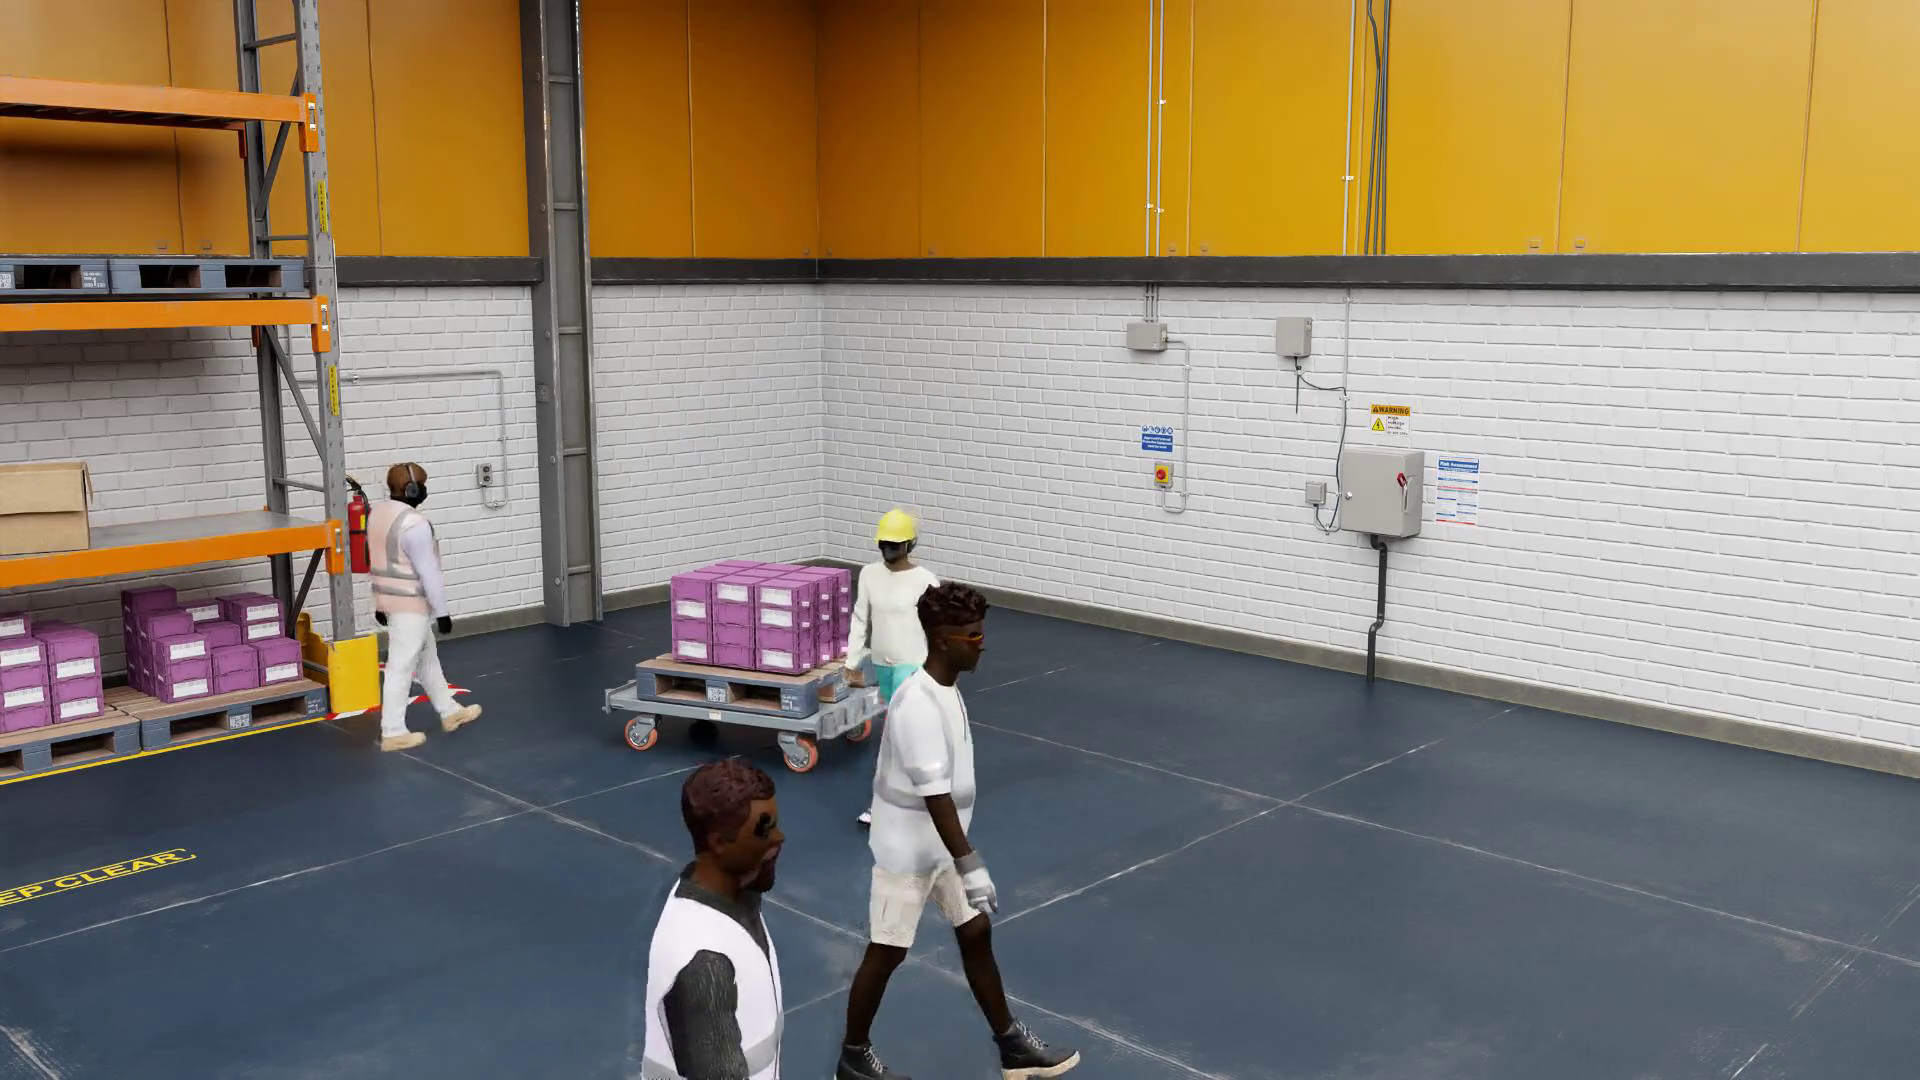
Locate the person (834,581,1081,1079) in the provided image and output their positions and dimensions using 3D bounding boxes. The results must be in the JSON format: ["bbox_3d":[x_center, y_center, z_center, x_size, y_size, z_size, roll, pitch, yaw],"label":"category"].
[{"bbox_3d":[-0.018,1.106,6.010,0.976,1.918,0.618,2,10,13],"label":"person"}]

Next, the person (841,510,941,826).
[{"bbox_3d":[-0.354,0.680,9.259,0.527,1.718,0.924,6,11,35],"label":"person"}]

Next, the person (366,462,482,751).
[{"bbox_3d":[-3.387,0.405,10.631,0.847,1.812,0.654,-8,12,-40],"label":"person"}]

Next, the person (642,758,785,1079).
[{"bbox_3d":[-0.544,1.447,3.977,0.455,1.903,0.594,0,9,1],"label":"person"}]
